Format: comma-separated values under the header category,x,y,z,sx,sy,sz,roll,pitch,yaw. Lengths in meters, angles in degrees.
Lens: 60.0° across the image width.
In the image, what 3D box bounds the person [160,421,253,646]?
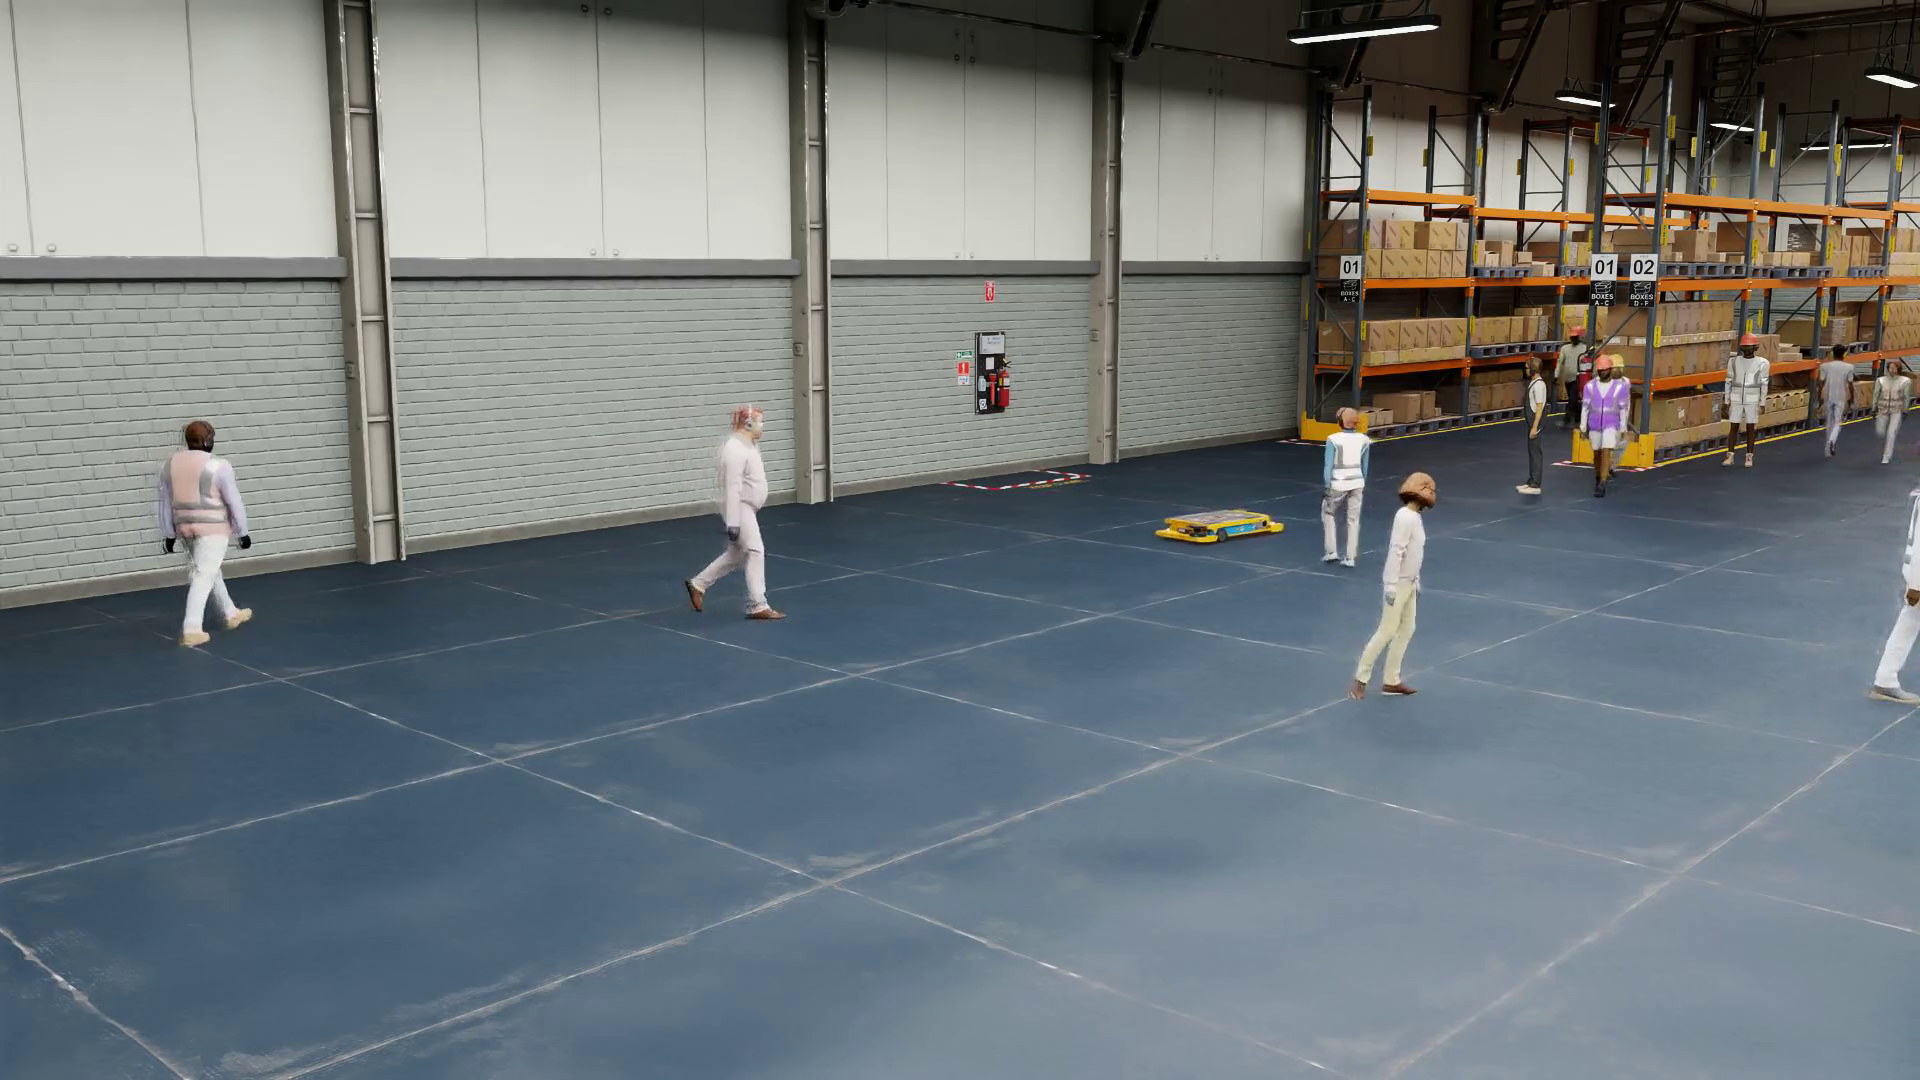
category,x,y,z,sx,sy,sz,roll,pitch,yaw
person,-6.132,-0.079,13.593,0.649,1.790,0.952,3,10,15

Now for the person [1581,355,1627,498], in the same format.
category,x,y,z,sx,sy,sz,roll,pitch,yaw
person,8.607,-1.542,22.250,0.546,1.892,1.003,5,11,29

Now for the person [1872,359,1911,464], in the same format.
category,x,y,z,sx,sy,sz,roll,pitch,yaw
person,14.447,-1.995,25.805,0.518,1.620,0.564,9,13,42

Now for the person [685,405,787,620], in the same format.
category,x,y,z,sx,sy,sz,roll,pitch,yaw
person,-1.954,-0.237,14.341,0.850,1.870,0.675,0,9,0

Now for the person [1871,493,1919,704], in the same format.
category,x,y,z,sx,sy,sz,roll,pitch,yaw
person,6.761,0.262,11.351,0.905,1.846,0.589,6,11,33

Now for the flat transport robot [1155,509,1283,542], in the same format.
category,x,y,z,sx,sy,sz,roll,pitch,yaw
flat transport robot,2.937,-0.169,18.766,1.431,0.197,0.652,-8,12,-39

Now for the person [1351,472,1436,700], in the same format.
category,x,y,z,sx,sy,sz,roll,pitch,yaw
person,3.051,0.316,11.739,0.535,1.602,0.567,5,10,26

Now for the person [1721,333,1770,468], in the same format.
category,x,y,z,sx,sy,sz,roll,pitch,yaw
person,11.903,-2.112,25.219,0.605,2.045,0.377,7,11,35

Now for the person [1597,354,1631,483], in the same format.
category,x,y,z,sx,sy,sz,roll,pitch,yaw
person,9.173,-1.700,23.389,0.608,1.812,0.472,-1,9,-5

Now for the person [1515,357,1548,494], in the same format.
category,x,y,z,sx,sy,sz,roll,pitch,yaw
person,7.681,-1.529,22.279,0.348,1.842,0.505,3,10,15

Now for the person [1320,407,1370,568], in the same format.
category,x,y,z,sx,sy,sz,roll,pitch,yaw
person,3.887,-0.538,16.895,0.538,1.615,0.558,-3,10,-16

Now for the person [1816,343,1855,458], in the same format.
category,x,y,z,sx,sy,sz,roll,pitch,yaw
person,13.942,-2.220,26.512,0.514,1.847,0.788,7,12,37

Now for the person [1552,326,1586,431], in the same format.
category,x,y,z,sx,sy,sz,roll,pitch,yaw
person,11.442,-3.011,31.040,1.048,1.939,0.603,-7,12,-37
